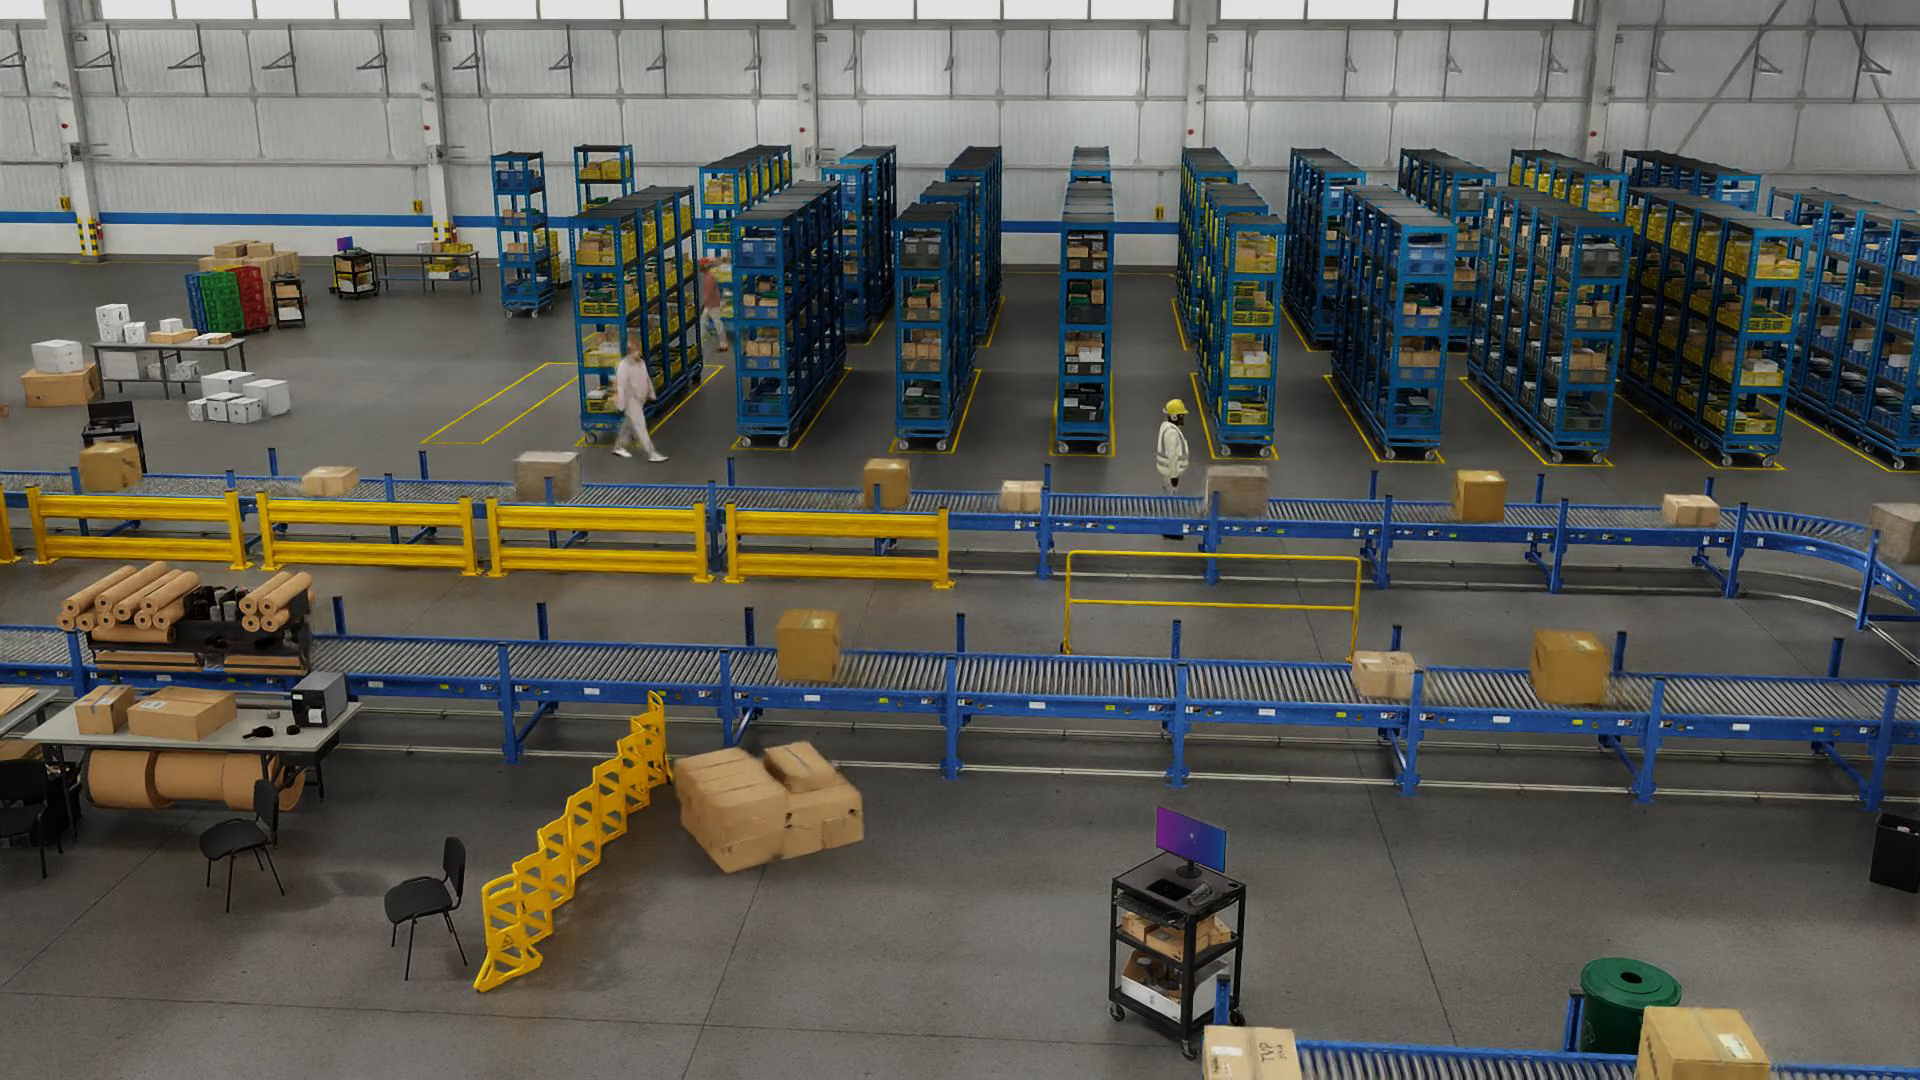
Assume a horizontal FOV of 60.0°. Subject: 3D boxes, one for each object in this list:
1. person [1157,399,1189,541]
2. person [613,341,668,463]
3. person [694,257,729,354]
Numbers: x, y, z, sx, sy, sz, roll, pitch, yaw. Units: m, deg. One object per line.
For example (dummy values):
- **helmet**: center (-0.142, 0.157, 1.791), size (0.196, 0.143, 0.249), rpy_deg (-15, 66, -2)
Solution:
- **person**: center (2.744, -0.917, 21.468), size (0.403, 1.835, 0.586), rpy_deg (0, 17, -1)
- **person**: center (-4.920, -2.111, 25.238), size (1.020, 1.852, 0.652), rpy_deg (5, 18, 16)
- **person**: center (-5.086, -4.663, 33.163), size (0.970, 1.937, 0.604), rpy_deg (-7, 19, -20)
